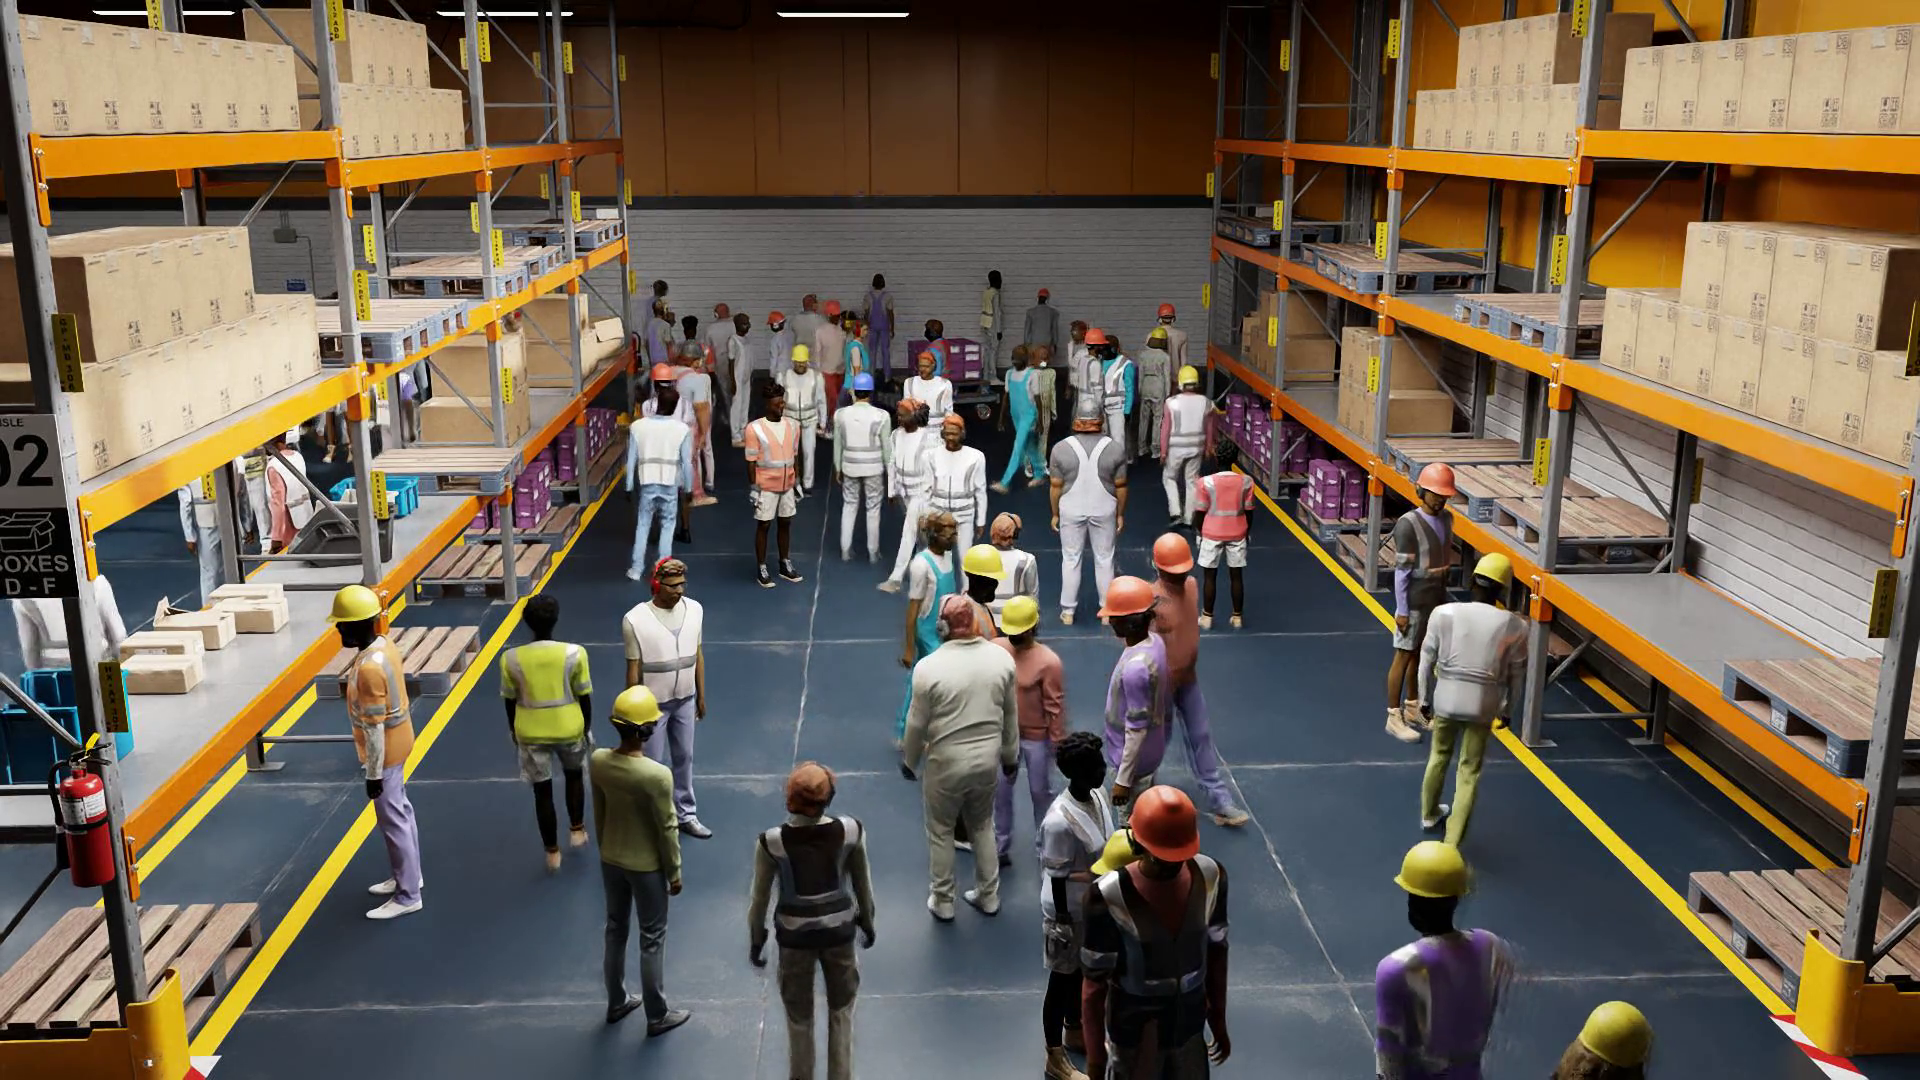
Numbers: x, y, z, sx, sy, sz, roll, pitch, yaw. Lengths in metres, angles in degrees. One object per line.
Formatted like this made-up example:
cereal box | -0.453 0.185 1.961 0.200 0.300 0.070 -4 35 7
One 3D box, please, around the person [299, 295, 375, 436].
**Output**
person | -8.935 -2.498 23.524 1.040 2.000 0.690 -13 19 -42

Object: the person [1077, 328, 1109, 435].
person | 1.620 -1.601 20.204 0.361 1.940 0.543 -5 15 -18

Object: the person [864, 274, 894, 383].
person | -1.368 -3.572 28.132 0.516 1.843 0.327 2 14 6

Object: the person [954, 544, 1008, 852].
person | 0.102 0.956 10.197 0.379 1.922 0.592 1 14 2

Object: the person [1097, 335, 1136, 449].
person | 1.825 -1.603 20.412 0.632 1.840 0.429 11 18 36

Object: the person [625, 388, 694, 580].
person | -2.900 -0.529 16.128 0.629 1.873 0.449 0 14 1

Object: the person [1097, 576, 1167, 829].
person | 0.927 1.180 9.093 0.380 2.039 0.607 3 15 12

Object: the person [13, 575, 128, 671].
person | -5.722 0.835 10.854 0.648 1.841 0.643 -6 15 -21

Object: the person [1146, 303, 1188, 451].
person | 2.757 -2.186 22.392 0.621 1.992 0.397 -4 15 -15

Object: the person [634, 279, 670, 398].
person | -4.855 -3.208 26.589 0.875 1.912 0.638 -9 17 -31

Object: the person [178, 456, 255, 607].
person | -6.431 -0.102 14.394 0.412 1.908 0.594 13 19 41

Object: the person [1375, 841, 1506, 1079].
person | 1.723 2.003 6.192 0.612 1.866 1.004 -6 16 -24

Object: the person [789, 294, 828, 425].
person | -2.169 -2.648 24.381 0.639 1.910 0.407 6 16 24

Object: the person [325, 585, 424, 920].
person | -3.281 1.179 9.347 0.409 1.918 0.584 -4 15 -15

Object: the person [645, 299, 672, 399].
person | -4.357 -2.591 24.281 0.508 1.846 0.342 9 17 33

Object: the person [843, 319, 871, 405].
person | -1.343 -1.996 21.941 0.389 1.847 0.567 -1 14 -4

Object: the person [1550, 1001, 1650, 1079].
person | 2.018 2.302 5.314 0.494 1.726 0.613 1 14 4

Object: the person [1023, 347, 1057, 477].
person | 0.995 -1.609 20.849 0.498 1.633 0.286 -8 16 -29

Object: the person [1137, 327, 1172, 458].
person | 2.586 -1.951 21.999 0.491 1.728 0.324 10 18 36

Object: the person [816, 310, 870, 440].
person | -1.556 -2.272 23.085 0.974 1.822 0.517 4 15 17

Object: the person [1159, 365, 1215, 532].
person | 2.441 -0.981 18.004 0.618 1.821 0.441 -3 15 -11

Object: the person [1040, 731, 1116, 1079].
person | 0.552 1.696 7.741 0.318 1.700 0.535 7 16 26

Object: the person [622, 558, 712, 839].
person | -1.809 0.991 10.241 0.563 1.836 0.395 -14 20 -43

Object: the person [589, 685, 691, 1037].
person | -1.571 1.562 8.152 0.526 1.760 0.335 9 17 31

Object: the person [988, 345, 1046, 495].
person | 0.719 -1.451 19.941 0.977 1.786 0.548 -12 19 -40

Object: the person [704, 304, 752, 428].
person | -3.309 -2.438 23.718 0.651 1.827 1.016 -6 15 -21

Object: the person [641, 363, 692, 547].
person | -3.090 -0.888 17.447 0.546 1.925 0.420 -11 18 -38

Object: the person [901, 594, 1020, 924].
person | 0.025 1.227 9.220 0.673 1.882 0.408 -8 16 -29

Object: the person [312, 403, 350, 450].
person | -8.397 -2.142 22.382 0.631 1.913 0.652 6 16 24

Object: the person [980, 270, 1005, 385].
person | 0.551 -3.573 27.987 0.382 1.918 0.597 -5 15 -19

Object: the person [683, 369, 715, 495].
person | -3.156 -1.407 19.789 0.327 1.769 0.525 10 17 35

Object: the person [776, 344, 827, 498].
person | -1.879 -1.408 19.668 0.613 1.827 0.404 -1 14 -5

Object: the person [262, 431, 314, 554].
person | -5.808 -0.112 14.429 0.402 1.909 0.599 -1 14 -3

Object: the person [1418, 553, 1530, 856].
person | 3.110 0.999 10.147 0.619 1.867 0.824 6 16 23

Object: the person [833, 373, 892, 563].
person | -0.966 -0.720 16.766 0.621 1.935 0.414 4 15 16

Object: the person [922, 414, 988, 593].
person | -0.045 -0.200 14.831 0.590 1.875 0.358 3 15 12

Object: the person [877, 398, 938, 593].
person | -0.442 -0.464 15.980 0.579 1.830 1.025 14 20 43

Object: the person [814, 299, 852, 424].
person | -1.781 -2.395 23.253 0.635 1.974 0.658 -10 17 -34

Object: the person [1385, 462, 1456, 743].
person | 3.358 0.436 12.010 0.609 2.040 0.394 -12 19 -40

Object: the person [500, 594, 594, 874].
person | -2.468 1.128 9.998 0.542 1.672 0.622 -3 15 -13

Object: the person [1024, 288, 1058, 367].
person | 1.342 -3.228 27.072 0.576 1.708 0.690 -4 15 -16

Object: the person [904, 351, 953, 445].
person | -0.367 -1.194 18.718 0.584 1.882 0.337 3 15 11

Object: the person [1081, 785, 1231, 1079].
person | 0.764 1.879 6.383 0.616 2.028 0.409 -6 15 -21

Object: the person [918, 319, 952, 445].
person | -0.331 -1.985 21.908 0.430 1.845 0.619 2 14 9

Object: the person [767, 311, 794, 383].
person | -2.543 -2.384 23.683 0.419 1.741 0.584 7 16 24

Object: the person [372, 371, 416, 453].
person | -6.657 -1.336 19.461 0.578 1.802 0.897 5 15 18

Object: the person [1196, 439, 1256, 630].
person | 2.315 -0.041 14.581 0.534 1.691 0.316 -2 14 -6

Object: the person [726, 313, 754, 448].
person | -2.984 -2.174 22.665 0.339 1.839 0.505 5 15 20

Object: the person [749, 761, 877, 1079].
person | -0.657 1.795 7.502 0.576 1.626 0.354 -3 15 -11

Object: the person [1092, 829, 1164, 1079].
person | 0.663 1.964 6.554 0.316 1.769 0.523 -2 14 -7

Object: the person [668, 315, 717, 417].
person | -3.434 -1.894 21.321 0.648 1.959 0.389 -2 14 -9

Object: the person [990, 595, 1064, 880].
person | 0.352 1.154 9.782 0.539 1.744 0.372 10 17 33

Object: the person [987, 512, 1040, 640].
person | 0.330 0.607 12.137 0.514 1.641 0.308 5 15 18

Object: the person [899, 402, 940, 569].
person | -0.402 -0.527 16.494 0.525 1.677 0.374 6 16 24

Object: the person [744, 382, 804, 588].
person | -1.774 -0.537 15.976 0.607 1.966 0.367 -12 19 -39

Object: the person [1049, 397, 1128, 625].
person | 1.133 -0.263 14.753 0.687 2.000 0.535 1 14 4

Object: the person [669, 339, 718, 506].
person | -3.184 -1.312 18.870 0.957 2.000 0.706 -12 19 -40

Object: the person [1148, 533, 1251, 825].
person | 1.422 0.895 10.412 0.901 1.935 0.651 12 19 40
